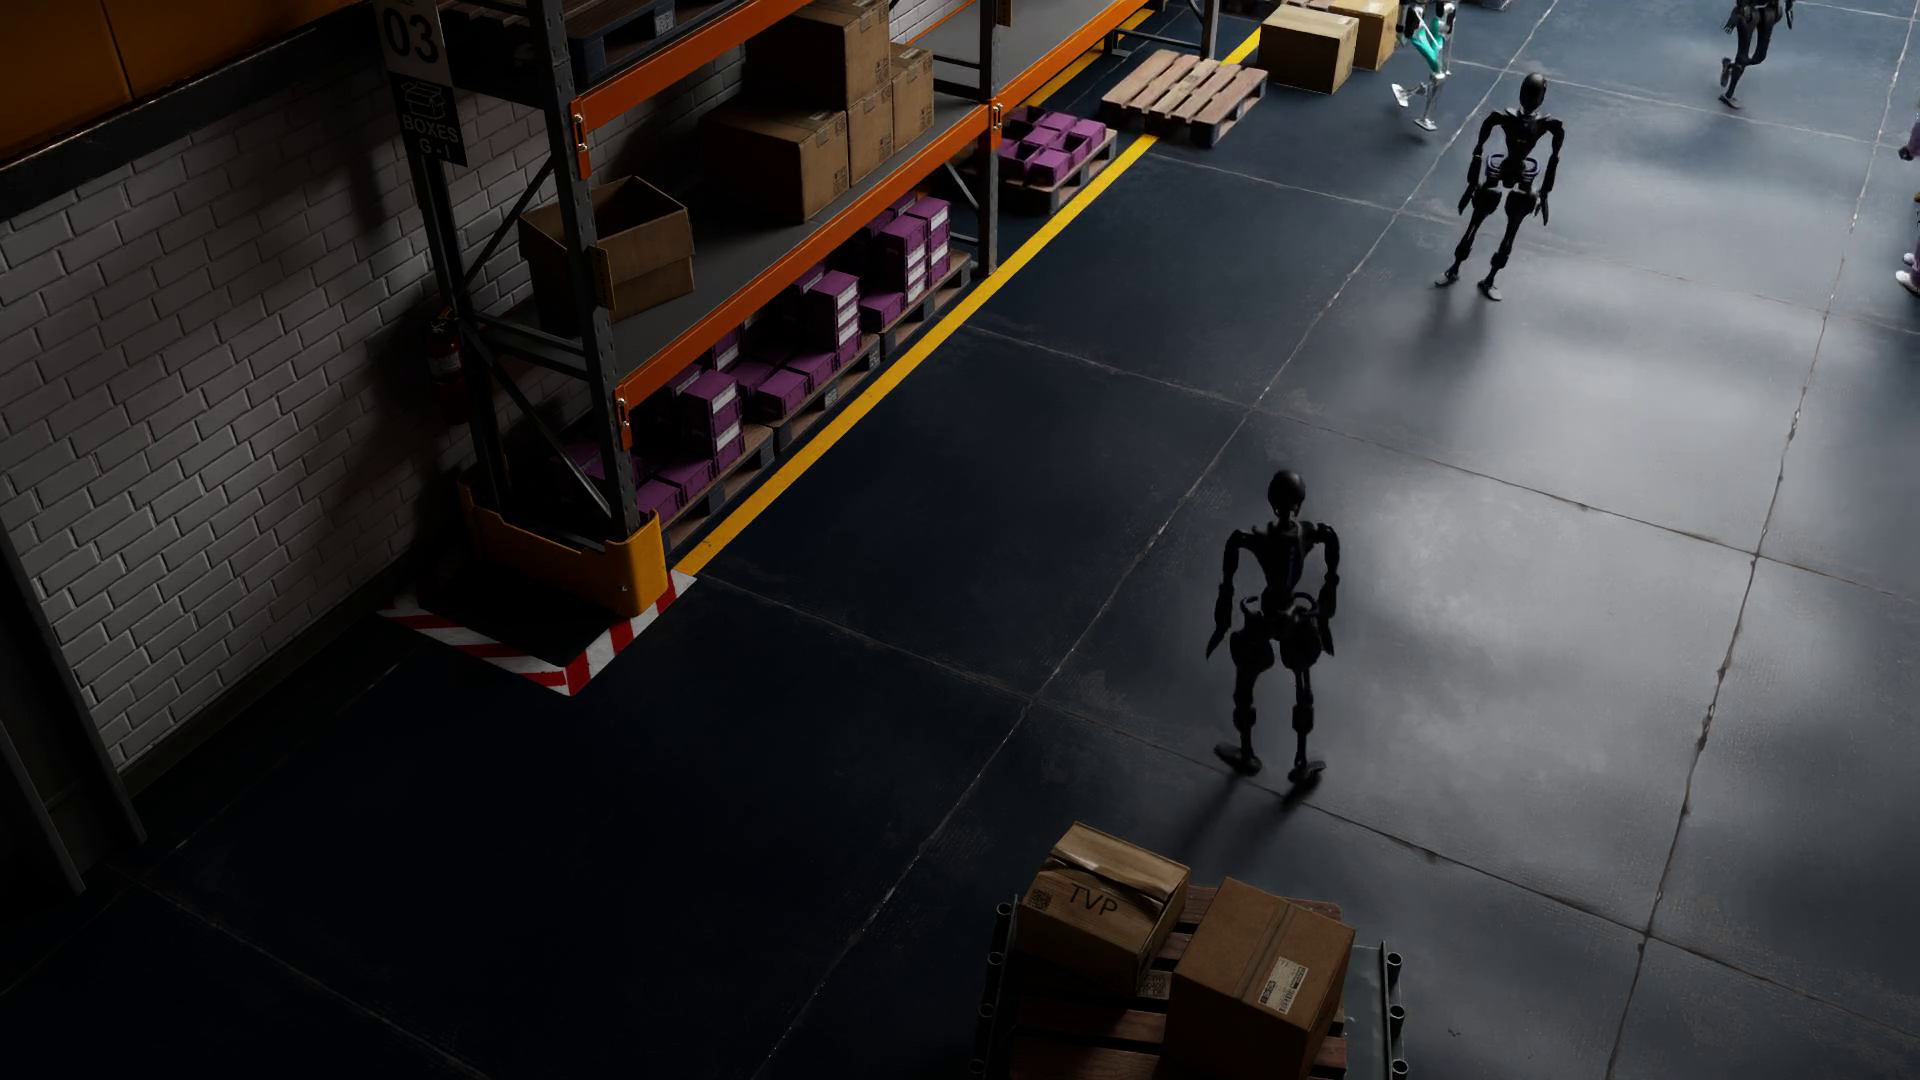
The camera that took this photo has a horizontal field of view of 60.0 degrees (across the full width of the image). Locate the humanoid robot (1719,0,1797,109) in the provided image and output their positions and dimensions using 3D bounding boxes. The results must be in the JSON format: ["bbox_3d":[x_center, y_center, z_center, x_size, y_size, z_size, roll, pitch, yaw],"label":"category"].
[{"bbox_3d":[6.508,-4.406,13.602,0.593,1.631,0.545,-11,40,-13],"label":"humanoid robot"}]

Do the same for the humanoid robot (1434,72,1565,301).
[{"bbox_3d":[3.607,-2.348,11.040,0.638,1.639,0.403,8,39,10],"label":"humanoid robot"}]

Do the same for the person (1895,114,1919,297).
[{"bbox_3d":[6.663,-2.592,11.174,0.633,1.876,0.681,-2,39,-3],"label":"person"}]

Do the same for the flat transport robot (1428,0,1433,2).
[{"bbox_3d":[4.496,-5.601,16.222,0.659,0.231,1.431,19,42,22],"label":"flat transport robot"}]

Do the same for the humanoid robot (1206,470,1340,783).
[{"bbox_3d":[1.453,0.445,7.541,0.604,1.647,0.476,-4,39,-5],"label":"humanoid robot"}]

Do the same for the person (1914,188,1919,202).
[{"bbox_3d":[7.464,-3.278,12.024,0.379,1.888,0.567,-29,47,-31],"label":"person"}]

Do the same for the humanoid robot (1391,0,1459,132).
[{"bbox_3d":[3.748,-4.022,13.080,0.538,1.730,1.019,-11,40,-13],"label":"humanoid robot"}]
